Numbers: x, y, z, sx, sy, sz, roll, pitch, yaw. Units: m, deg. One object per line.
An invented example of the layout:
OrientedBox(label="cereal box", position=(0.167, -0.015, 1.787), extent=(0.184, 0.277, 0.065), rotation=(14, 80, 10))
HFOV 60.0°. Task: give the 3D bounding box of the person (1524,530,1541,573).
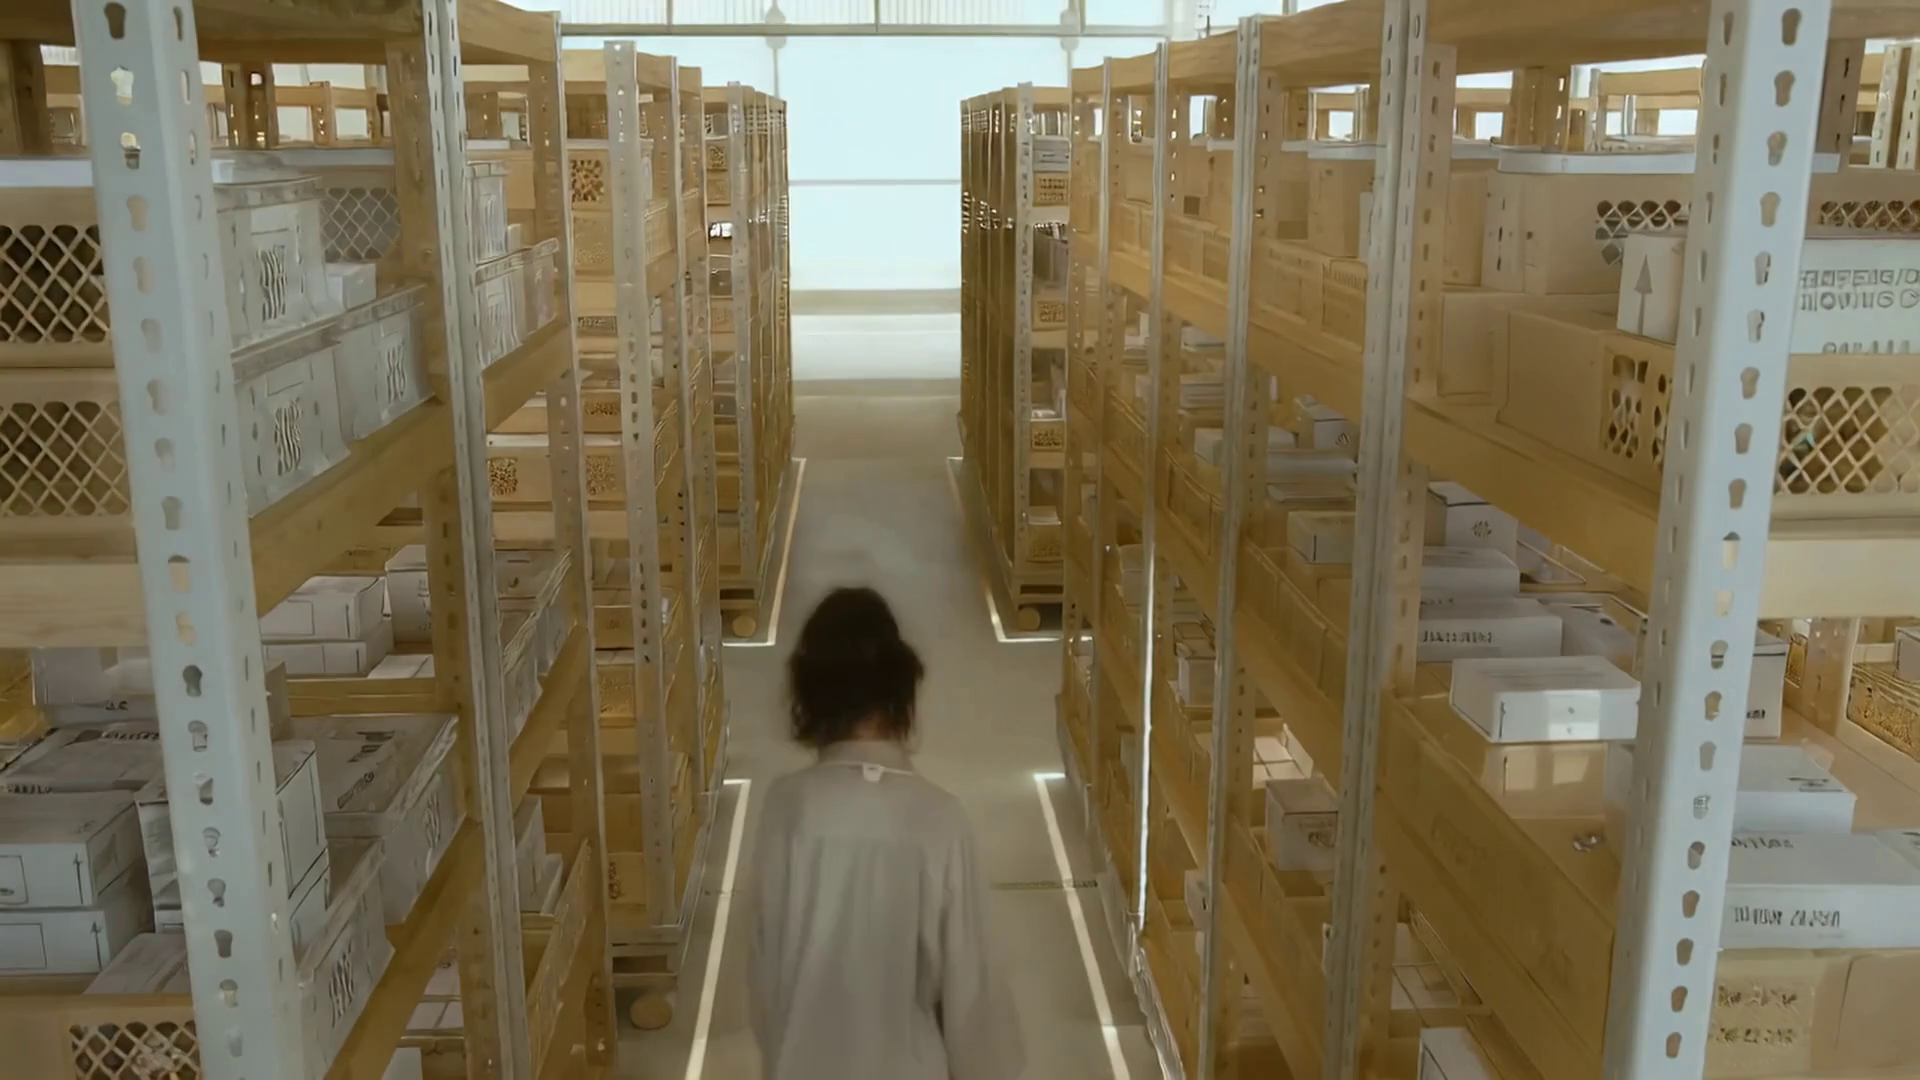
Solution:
OrientedBox(label="person", position=(4.380, -0.720, 12.584), extent=(0.632, 1.973, 0.456), rotation=(-5, 15, -18))
